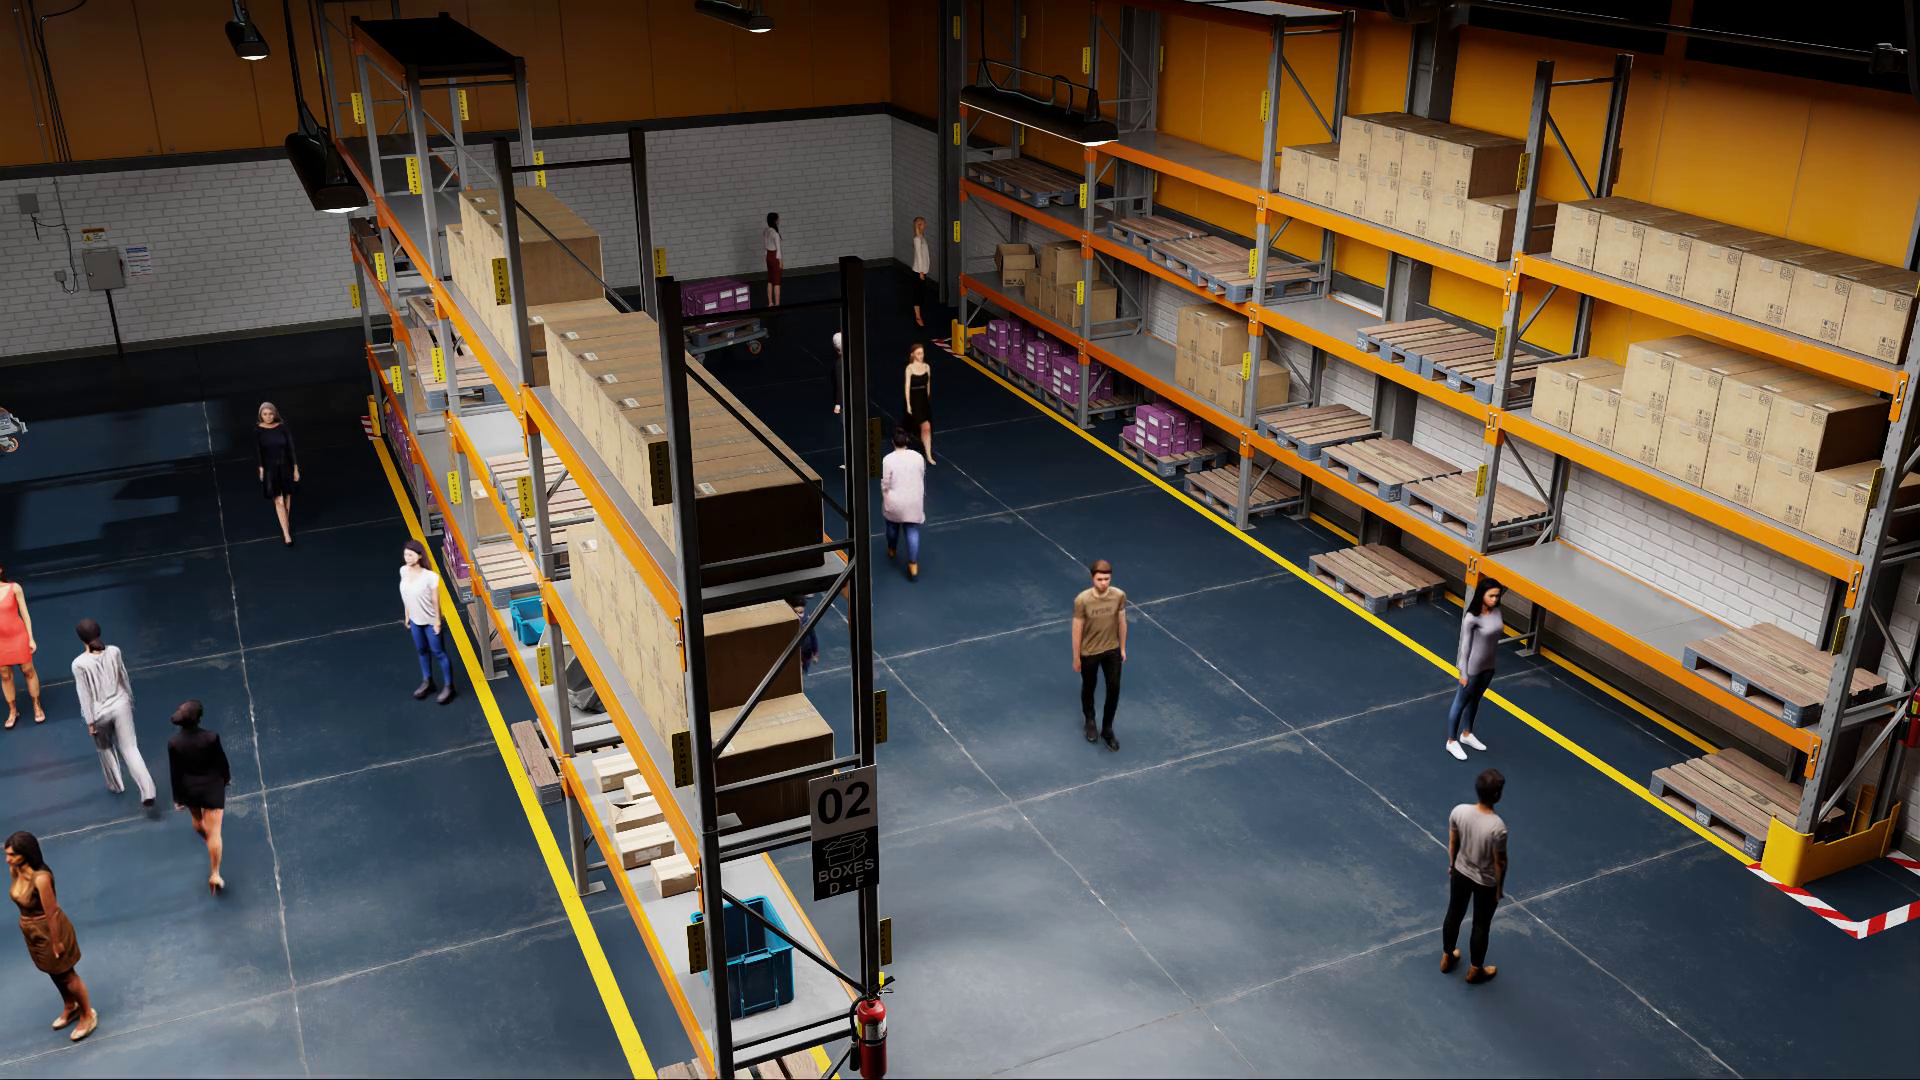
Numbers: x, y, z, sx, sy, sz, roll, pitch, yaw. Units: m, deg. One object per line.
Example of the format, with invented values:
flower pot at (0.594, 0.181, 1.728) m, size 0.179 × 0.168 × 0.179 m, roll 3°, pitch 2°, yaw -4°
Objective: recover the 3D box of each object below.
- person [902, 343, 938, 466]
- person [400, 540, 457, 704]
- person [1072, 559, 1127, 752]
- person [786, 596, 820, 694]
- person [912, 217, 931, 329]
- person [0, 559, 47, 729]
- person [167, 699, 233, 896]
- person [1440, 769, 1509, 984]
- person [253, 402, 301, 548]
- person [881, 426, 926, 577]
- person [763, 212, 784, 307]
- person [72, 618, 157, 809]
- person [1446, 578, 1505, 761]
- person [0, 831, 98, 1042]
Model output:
person at (-0.624, -1.833, 22.114) m, size 0.610 × 1.587 × 1.092 m, roll -12°, pitch 27°, yaw -26°
person at (-5.138, 0.777, 16.025) m, size 0.659 × 1.681 × 0.737 m, roll 11°, pitch 26°, yaw 23°
person at (1.261, 0.989, 15.348) m, size 0.802 × 1.835 × 0.879 m, roll -4°, pitch 24°, yaw -10°
person at (-1.546, 1.067, 15.957) m, size 0.537 × 1.203 × 0.809 m, roll -10°, pitch 25°, yaw -21°
person at (-0.665, -4.482, 27.835) m, size 0.743 × 1.858 × 0.599 m, roll -1°, pitch 24°, yaw -1°
person at (-8.932, 0.934, 15.619) m, size 0.590 × 1.719 × 0.496 m, roll -10°, pitch 26°, yaw -22°
person at (-5.984, 2.069, 13.168) m, size 0.694 × 1.601 × 1.030 m, roll -6°, pitch 24°, yaw -14°
person at (3.769, 2.448, 12.164) m, size 0.725 × 1.712 × 0.568 m, roll -20°, pitch 31°, yaw -38°
person at (-8.036, -0.813, 19.628) m, size 0.585 × 1.708 × 1.094 m, roll -11°, pitch 26°, yaw -23°
person at (-0.614, -0.416, 18.728) m, size 0.874 × 1.702 × 1.186 m, roll -4°, pitch 24°, yaw -9°
person at (-3.194, -4.769, 28.626) m, size 0.698 × 1.749 × 0.512 m, roll -16°, pitch 28°, yaw -33°
person at (-7.246, 1.520, 14.249) m, size 1.162 × 1.742 × 0.885 m, roll 21°, pitch 31°, yaw 40°
person at (4.685, 1.138, 15.129) m, size 0.636 × 1.737 × 0.569 m, roll -15°, pitch 28°, yaw -30°
person at (-6.333, 2.734, 11.546) m, size 0.611 × 1.684 × 0.705 m, roll 14°, pitch 27°, yaw 29°
